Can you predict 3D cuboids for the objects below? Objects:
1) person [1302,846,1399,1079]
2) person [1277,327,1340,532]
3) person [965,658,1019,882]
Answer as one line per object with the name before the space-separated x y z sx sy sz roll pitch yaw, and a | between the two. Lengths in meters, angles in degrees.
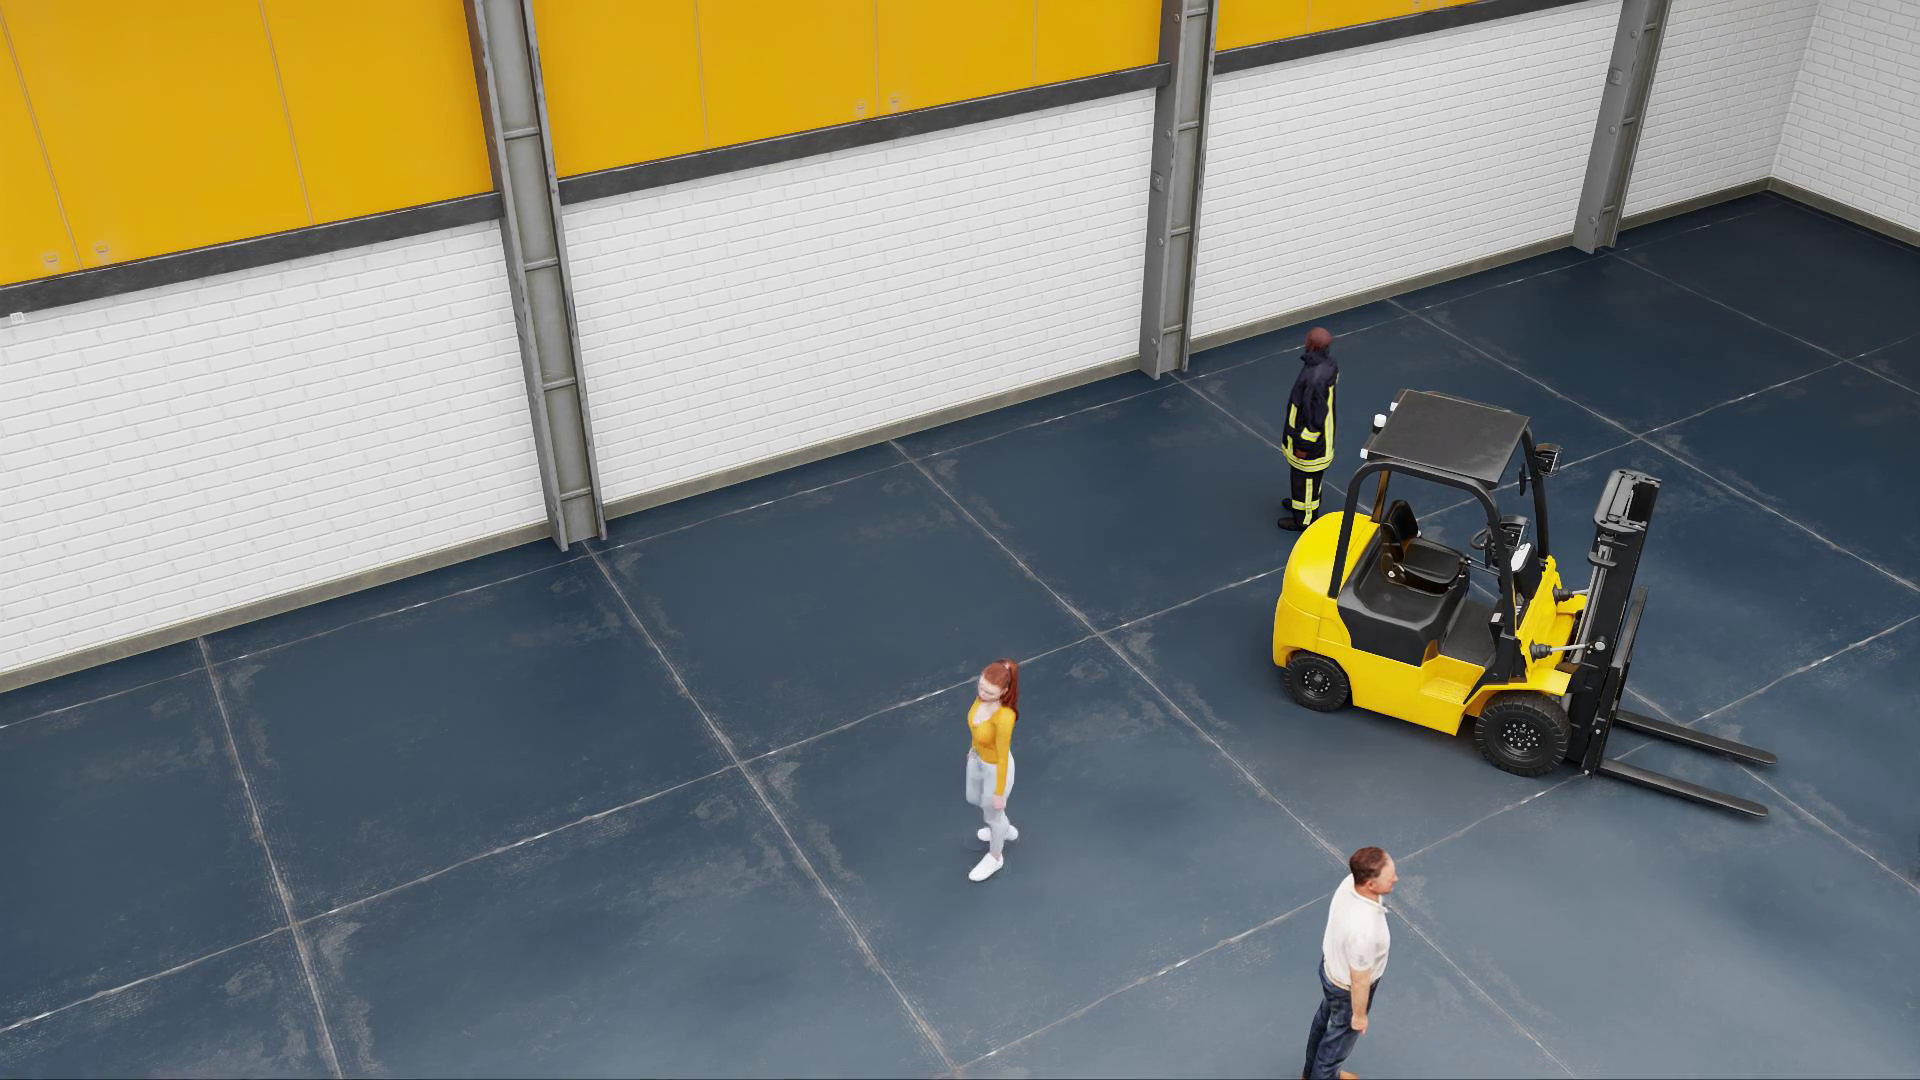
person | 2.021 2.309 8.729 0.785 1.856 0.749 5 34 7
person | 2.885 -0.923 13.624 0.922 1.820 0.836 12 36 18
person | 0.208 1.390 10.220 0.688 1.736 0.728 -8 34 -12
